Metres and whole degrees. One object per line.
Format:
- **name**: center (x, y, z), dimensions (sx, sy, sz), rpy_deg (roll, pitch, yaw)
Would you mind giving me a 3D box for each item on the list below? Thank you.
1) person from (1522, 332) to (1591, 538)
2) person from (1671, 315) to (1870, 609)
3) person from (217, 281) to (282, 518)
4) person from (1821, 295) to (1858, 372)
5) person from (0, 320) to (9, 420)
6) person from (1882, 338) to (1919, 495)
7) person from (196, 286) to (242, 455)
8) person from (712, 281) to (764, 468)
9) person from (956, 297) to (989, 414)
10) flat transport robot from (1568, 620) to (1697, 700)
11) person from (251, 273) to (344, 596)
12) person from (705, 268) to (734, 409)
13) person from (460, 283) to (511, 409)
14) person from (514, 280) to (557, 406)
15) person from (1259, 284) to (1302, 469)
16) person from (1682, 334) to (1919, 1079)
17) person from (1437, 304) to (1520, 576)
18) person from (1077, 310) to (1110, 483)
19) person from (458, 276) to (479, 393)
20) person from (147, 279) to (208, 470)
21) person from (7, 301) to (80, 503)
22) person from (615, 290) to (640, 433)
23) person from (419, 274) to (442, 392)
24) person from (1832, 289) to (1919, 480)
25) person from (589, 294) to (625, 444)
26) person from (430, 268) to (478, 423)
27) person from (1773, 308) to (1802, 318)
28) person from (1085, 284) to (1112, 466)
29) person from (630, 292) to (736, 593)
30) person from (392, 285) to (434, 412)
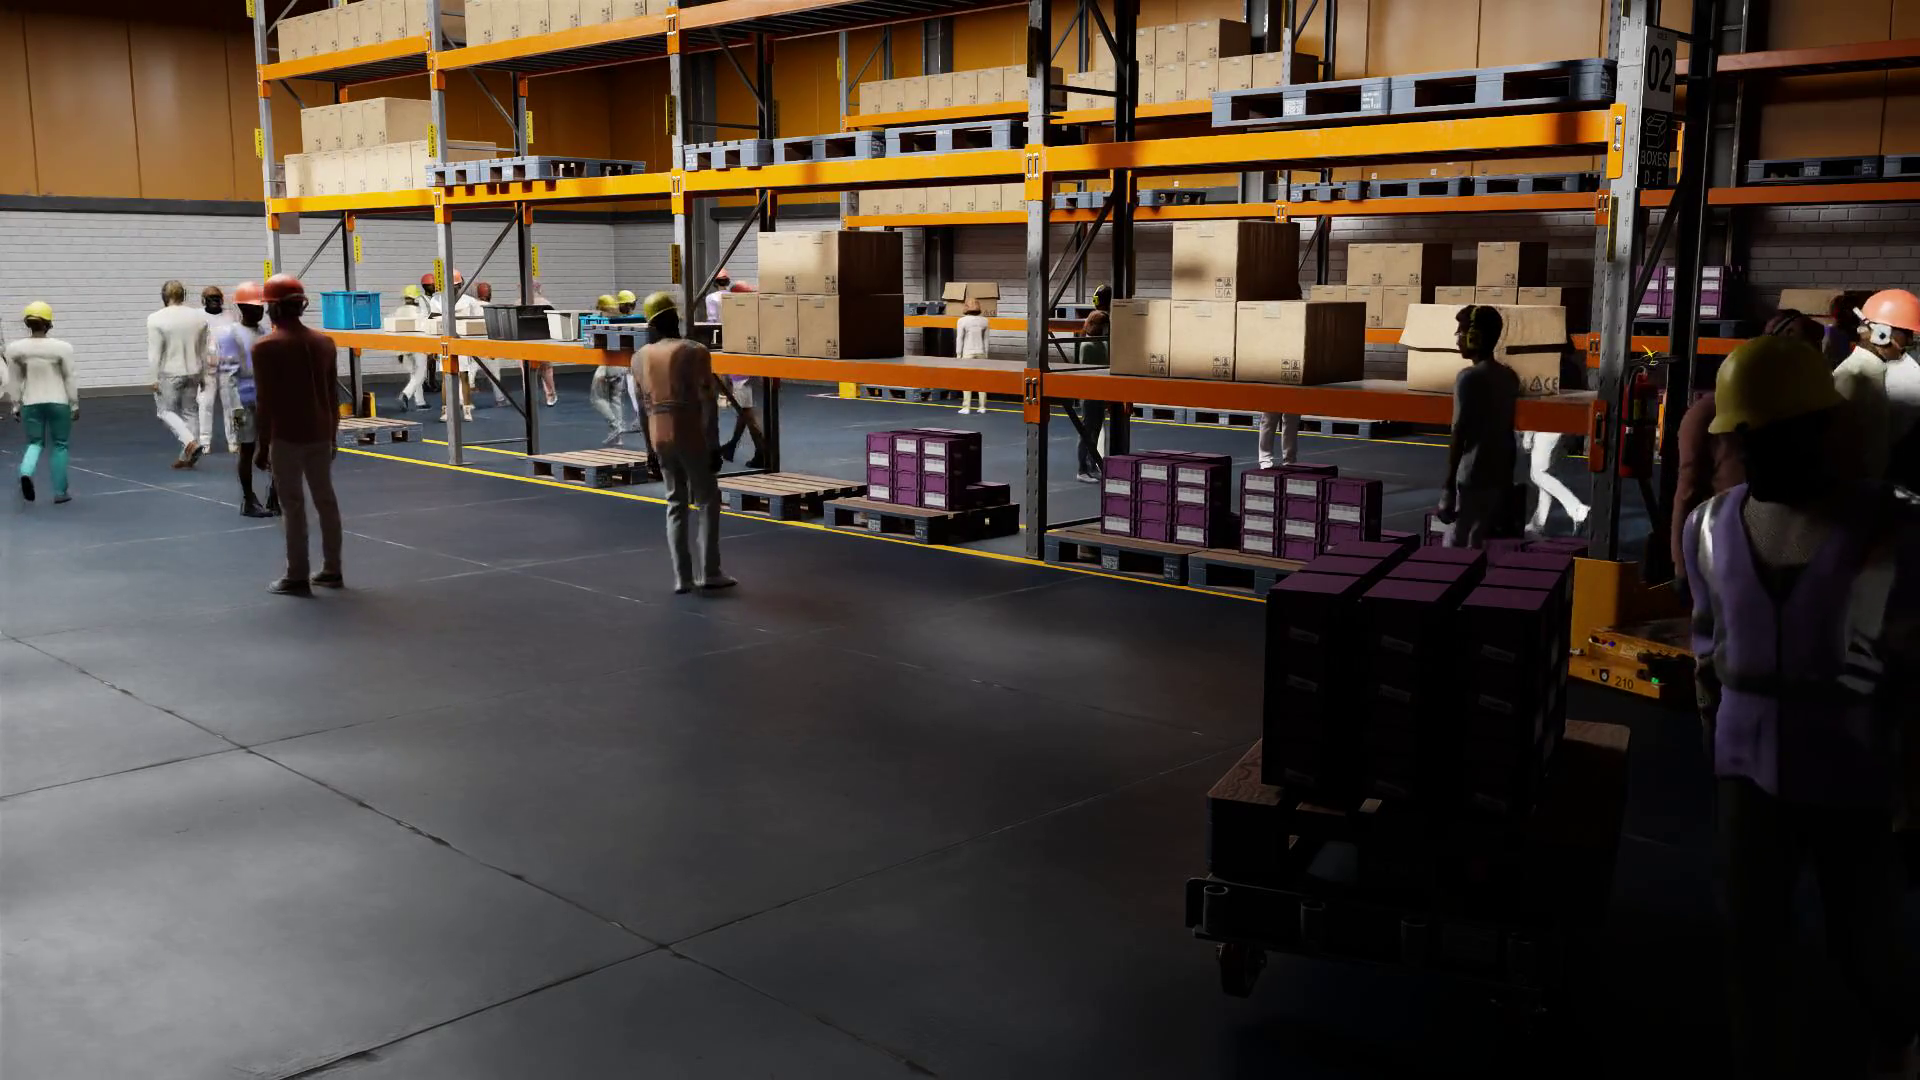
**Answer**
- **person**: center (4.462, -0.801, 12.415), dimensions (0.512, 1.613, 0.631), rpy_deg (-6, 11, -33)
- **person**: center (2.999, 0.109, 6.124), dimensions (0.637, 1.851, 0.948), rpy_deg (0, 9, 2)
- **person**: center (-5.664, -1.116, 13.434), dimensions (0.589, 1.917, 0.553), rpy_deg (6, 11, 33)
- **person**: center (7.790, -1.314, 15.020), dimensions (0.970, 1.802, 0.582), rpy_deg (6, 11, 33)
- **person**: center (-13.001, -2.419, 22.300), dimensions (0.365, 1.622, 0.544), rpy_deg (3, 10, 16)
- **person**: center (4.661, -0.283, 7.948), dimensions (0.736, 2.000, 0.760), rpy_deg (5, 11, 29)
- **person**: center (-8.148, -1.861, 18.240), dimensions (0.638, 1.841, 0.429), rpy_deg (-5, 10, -27)
- **person**: center (-2.290, -1.695, 17.067), dimensions (0.963, 1.891, 0.549), rpy_deg (7, 12, 36)
- **person**: center (0.180, -2.574, 23.278), dimensions (0.503, 1.626, 0.283), rpy_deg (-5, 10, -26)
- **flat transport robot**: center (3.707, 0.551, 8.243), dimensions (1.431, 0.197, 0.652), rpy_deg (-5, 10, -27)
- **person**: center (-4.134, -0.654, 10.367), dimensions (0.400, 1.991, 0.622), rpy_deg (5, 11, 29)
- **person**: center (-3.442, -2.921, 24.125), dimensions (0.609, 2.040, 0.395), rpy_deg (-9, 13, -44)
- **person**: center (-6.950, -2.807, 24.085), dimensions (0.590, 1.832, 1.019), rpy_deg (4, 10, 22)
- **person**: center (-6.104, -2.811, 23.995), dimensions (0.644, 1.854, 0.972), rpy_deg (0, 9, -2)
- **person**: center (3.141, -1.523, 15.985), dimensions (0.640, 1.902, 0.407), rpy_deg (-4, 10, -25)
- **person**: center (1.903, 0.487, 3.687), dimensions (0.787, 1.888, 0.619), rpy_deg (-8, 12, -41)
- **person**: center (2.681, -0.268, 8.443), dimensions (0.534, 1.847, 0.608), rpy_deg (-8, 12, -41)
- **person**: center (1.284, -1.362, 15.806), dimensions (0.266, 1.631, 0.507), rpy_deg (5, 10, 27)
- **person**: center (-8.143, -3.346, 27.054), dimensions (0.628, 1.935, 0.373), rpy_deg (0, 9, 1)
- **person**: center (-7.758, -1.635, 16.589), dimensions (0.570, 1.922, 0.635), rpy_deg (6, 11, 34)
- **person**: center (-7.832, -1.158, 14.209), dimensions (0.530, 1.752, 0.554), rpy_deg (-2, 9, -10)
- **person**: center (-4.081, -2.204, 20.602), dimensions (0.347, 1.757, 0.526), rpy_deg (-1, 9, -8)
- **person**: center (-8.713, -3.405, 27.393), dimensions (0.347, 1.943, 0.544), rpy_deg (2, 9, 11)
- **person**: center (4.261, -0.218, 7.918), dimensions (1.043, 1.924, 0.667), rpy_deg (5, 10, 26)
- **person**: center (-4.048, -1.950, 19.118), dimensions (0.365, 1.729, 0.491), rpy_deg (5, 11, 29)
- **person**: center (-6.660, -2.558, 21.923), dimensions (0.605, 2.034, 0.394), rpy_deg (-2, 9, -12)
- **person**: center (7.046, -1.150, 14.332), dimensions (0.379, 1.680, 0.543), rpy_deg (4, 10, 23)
- **person**: center (1.468, -1.683, 17.053), dimensions (0.515, 1.872, 0.333), rpy_deg (-6, 11, -31)
- **person**: center (-1.760, -0.607, 10.444), dimensions (0.674, 1.870, 0.409), rpy_deg (4, 10, 22)
- **person**: center (-7.736, -2.688, 23.445), dimensions (0.591, 1.806, 0.770), rpy_deg (4, 10, 24)
